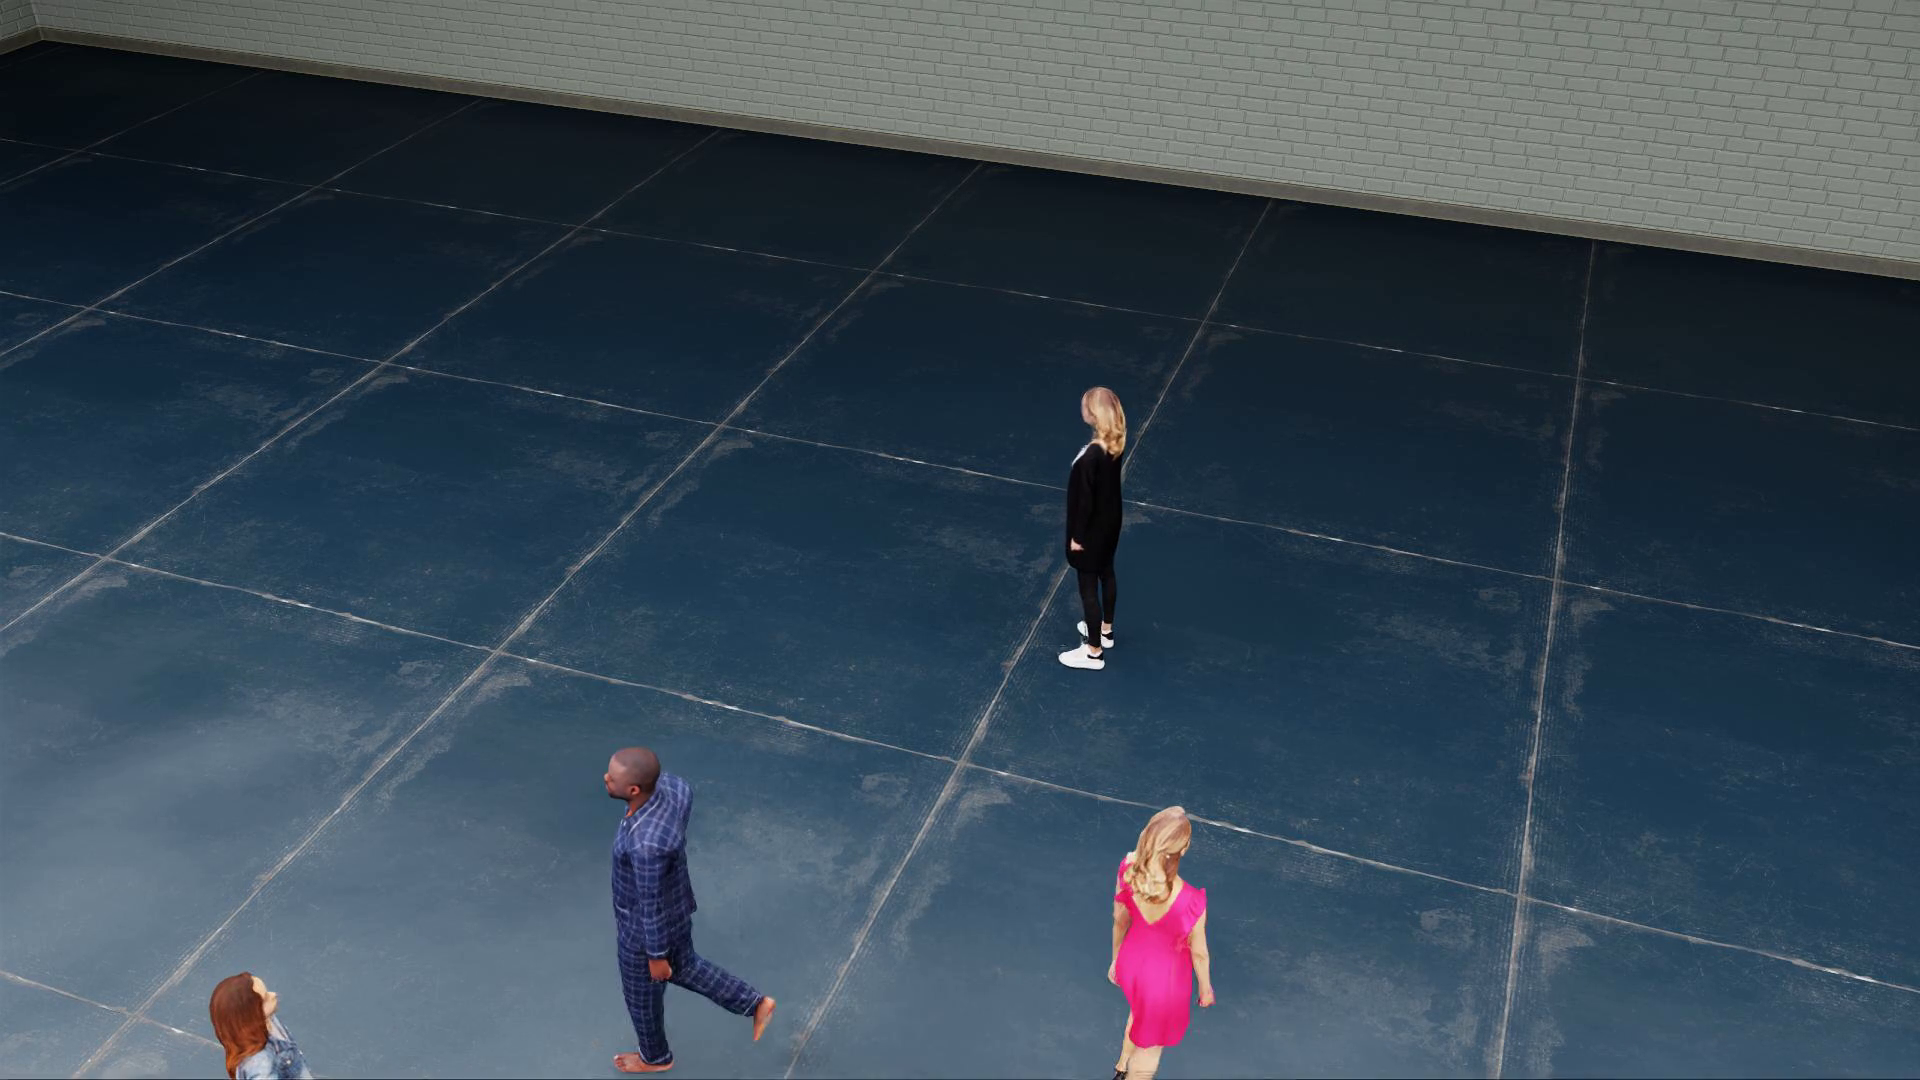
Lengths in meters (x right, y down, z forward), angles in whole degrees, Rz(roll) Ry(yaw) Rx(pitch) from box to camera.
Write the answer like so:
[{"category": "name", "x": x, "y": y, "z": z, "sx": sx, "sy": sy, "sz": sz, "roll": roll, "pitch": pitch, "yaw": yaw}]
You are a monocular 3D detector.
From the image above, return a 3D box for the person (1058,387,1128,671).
[{"category": "person", "x": 0.796, "y": -0.084, "z": 9.609, "sx": 0.694, "sy": 1.801, "sz": 0.503, "roll": 19, "pitch": 37, "yaw": 26}]

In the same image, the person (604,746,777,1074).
[{"category": "person", "x": -1.188, "y": 1.598, "z": 7.026, "sx": 0.917, "sy": 1.799, "sz": 1.001, "roll": 1, "pitch": 33, "yaw": 2}]

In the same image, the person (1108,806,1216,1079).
[{"category": "person", "x": 0.732, "y": 1.822, "z": 6.758, "sx": 0.744, "sy": 1.715, "sz": 0.695, "roll": -26, "pitch": 41, "yaw": -34}]

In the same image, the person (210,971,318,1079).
[{"category": "person", "x": -2.589, "y": 2.206, "z": 6.387, "sx": 0.687, "sy": 1.477, "sz": 0.639, "roll": -17, "pitch": 37, "yaw": -24}]
